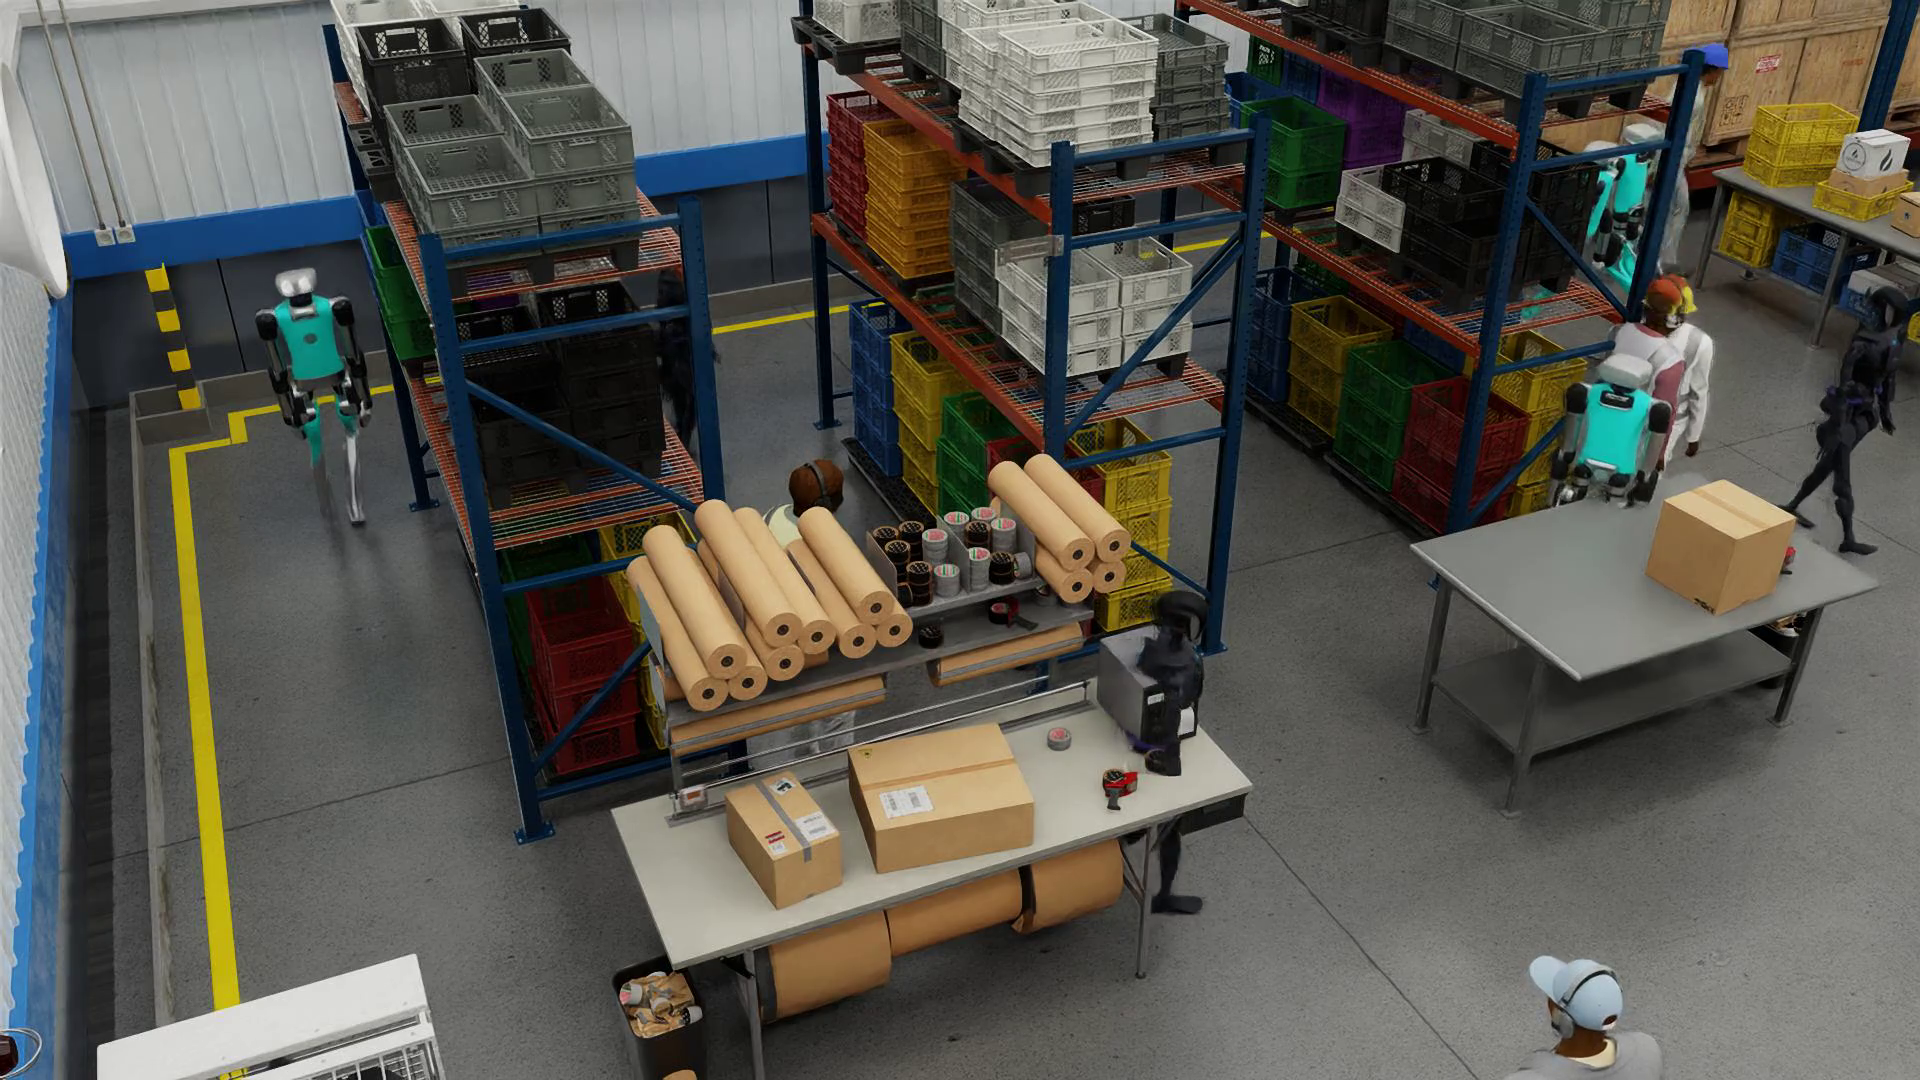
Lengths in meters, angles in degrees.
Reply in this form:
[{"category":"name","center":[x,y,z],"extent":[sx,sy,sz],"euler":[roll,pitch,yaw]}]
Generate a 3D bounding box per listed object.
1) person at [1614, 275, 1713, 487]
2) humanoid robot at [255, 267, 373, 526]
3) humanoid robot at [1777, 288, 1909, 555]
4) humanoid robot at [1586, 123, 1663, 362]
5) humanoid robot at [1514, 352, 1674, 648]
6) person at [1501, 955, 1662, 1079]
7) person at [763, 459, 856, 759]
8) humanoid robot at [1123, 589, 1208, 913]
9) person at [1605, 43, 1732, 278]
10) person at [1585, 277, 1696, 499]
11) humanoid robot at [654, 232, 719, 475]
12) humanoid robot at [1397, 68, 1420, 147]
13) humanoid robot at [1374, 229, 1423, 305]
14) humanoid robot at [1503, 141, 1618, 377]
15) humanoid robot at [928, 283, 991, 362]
[{"category":"person","center":[3.897,-0.651,9.532],"extent":[0.808,1.840,0.590],"euler":[-26,40,-36]},{"category":"humanoid robot","center":[-3.816,-0.811,9.990],"extent":[0.538,1.897,0.724],"euler":[-14,34,-21]},{"category":"humanoid robot","center":[5.330,-0.710,9.799],"extent":[0.595,1.640,0.724],"euler":[-19,36,-28]},{"category":"humanoid robot","center":[4.845,-2.049,11.831],"extent":[0.536,1.738,0.708],"euler":[-25,40,-35]},{"category":"humanoid robot","center":[3.179,-0.001,8.620],"extent":[0.555,1.789,0.947],"euler":[22,38,31]},{"category":"person","center":[1.803,2.002,5.209],"extent":[0.598,1.850,0.392],"euler":[-13,34,-20]},{"category":"person","center":[-0.629,0.449,7.741],"extent":[0.429,1.844,0.624],"euler":[-23,39,-33]},{"category":"humanoid robot","center":[0.792,0.926,7.134],"extent":[0.594,1.633,0.609],"euler":[1,32,1]},{"category":"person","center":[5.704,-3.011,13.316],"extent":[0.819,1.880,0.622],"euler":[6,32,9]},{"category":"person","center":[3.868,-0.645,9.535],"extent":[0.403,1.824,0.592],"euler":[-9,33,-14]},{"category":"humanoid robot","center":[-1.811,-1.195,10.583],"extent":[0.448,1.640,0.608],"euler":[9,33,14]},{"category":"humanoid robot","center":[3.660,-3.255,13.899],"extent":[0.315,1.657,0.599],"euler":[1,32,1]},{"category":"humanoid robot","center":[3.252,-2.212,12.247],"extent":[0.608,1.633,0.667],"euler":[-19,36,-27]},{"category":"humanoid robot","center":[4.162,-2.000,11.835],"extent":[0.882,1.767,0.564],"euler":[14,34,22]},{"category":"humanoid robot","center":[-0.106,-2.037,11.933],"extent":[0.912,1.817,0.554],"euler":[16,35,24]}]
